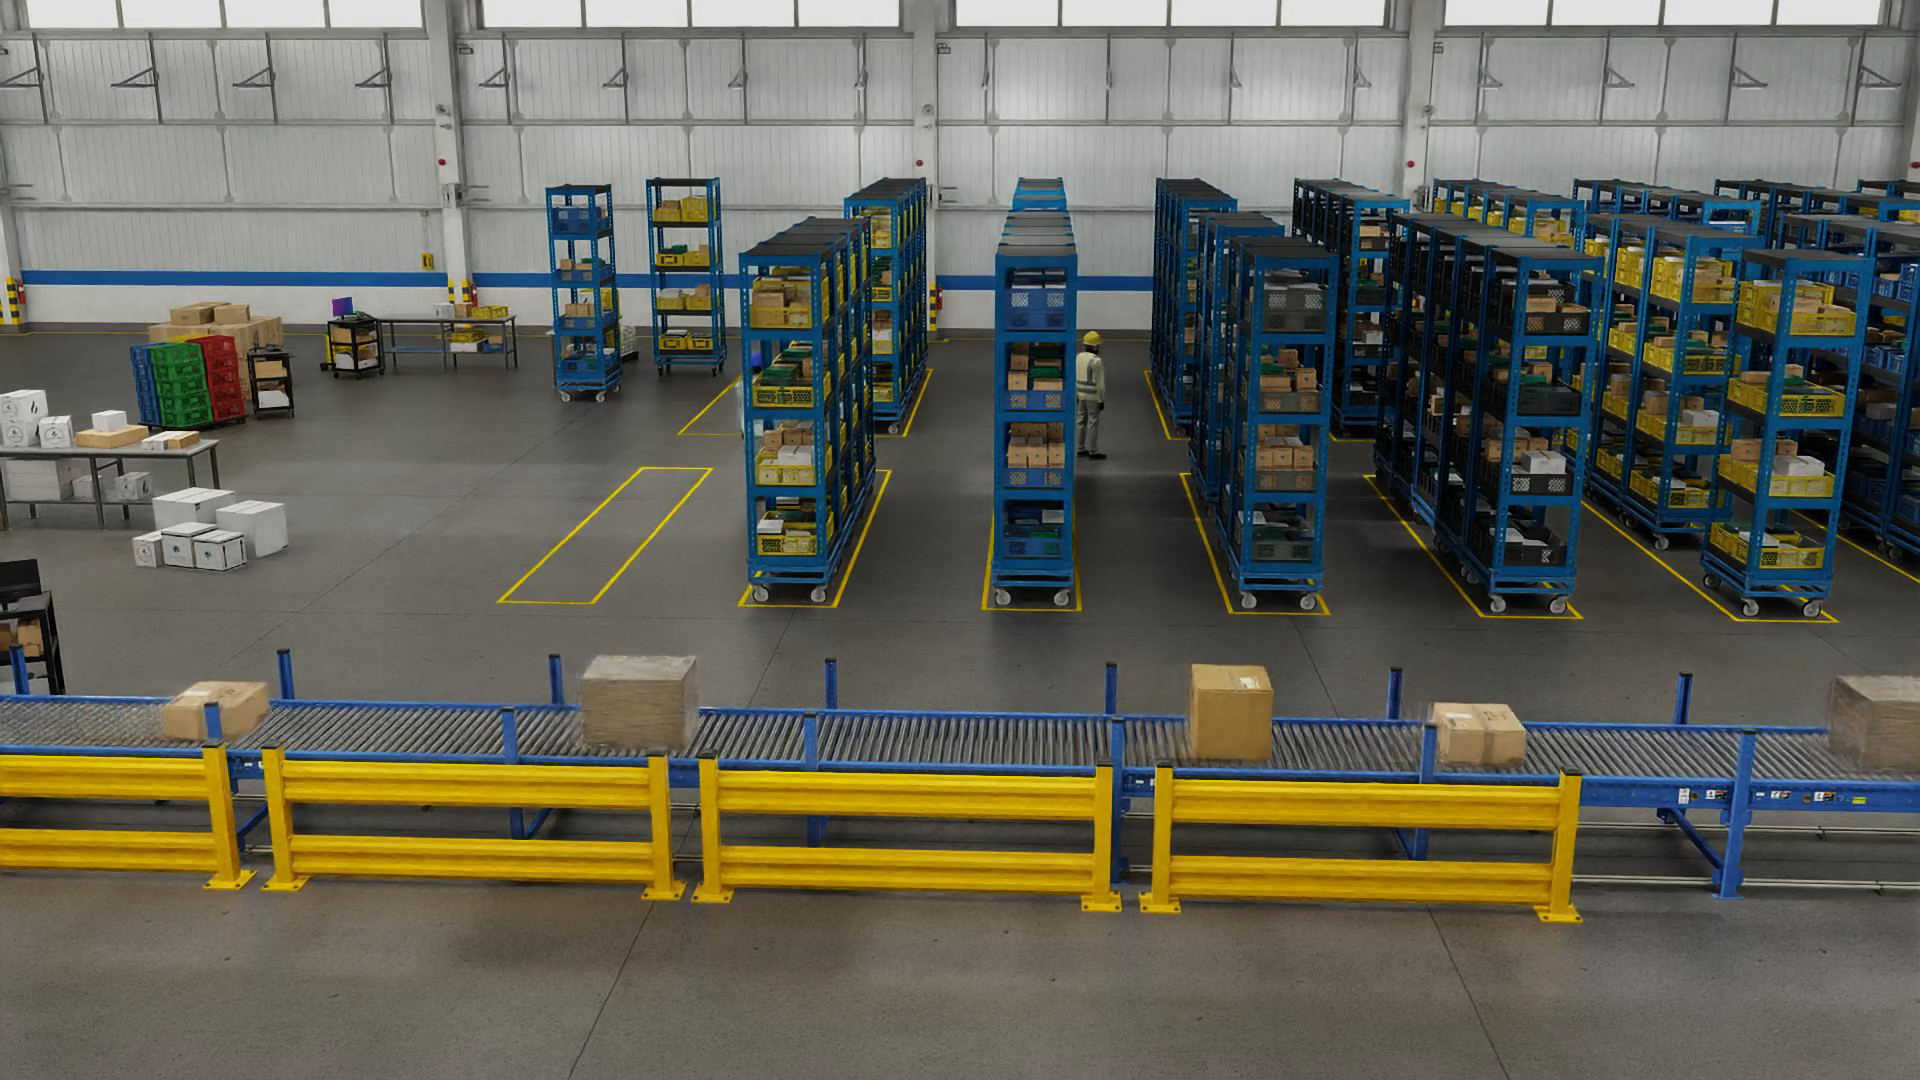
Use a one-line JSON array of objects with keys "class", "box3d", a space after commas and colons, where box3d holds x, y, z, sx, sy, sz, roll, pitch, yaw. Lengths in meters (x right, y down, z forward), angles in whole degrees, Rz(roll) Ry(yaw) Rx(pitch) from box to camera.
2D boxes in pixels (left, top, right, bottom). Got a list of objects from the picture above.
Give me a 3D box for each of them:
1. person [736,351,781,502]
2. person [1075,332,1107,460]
[{"class": "person", "box3d": [-2.549, -1.436, 21.203, 0.610, 1.930, 0.429, 3, 15, 13]}, {"class": "person", "box3d": [1.869, -2.055, 23.693, 0.404, 1.830, 0.601, -10, 18, -33]}]
